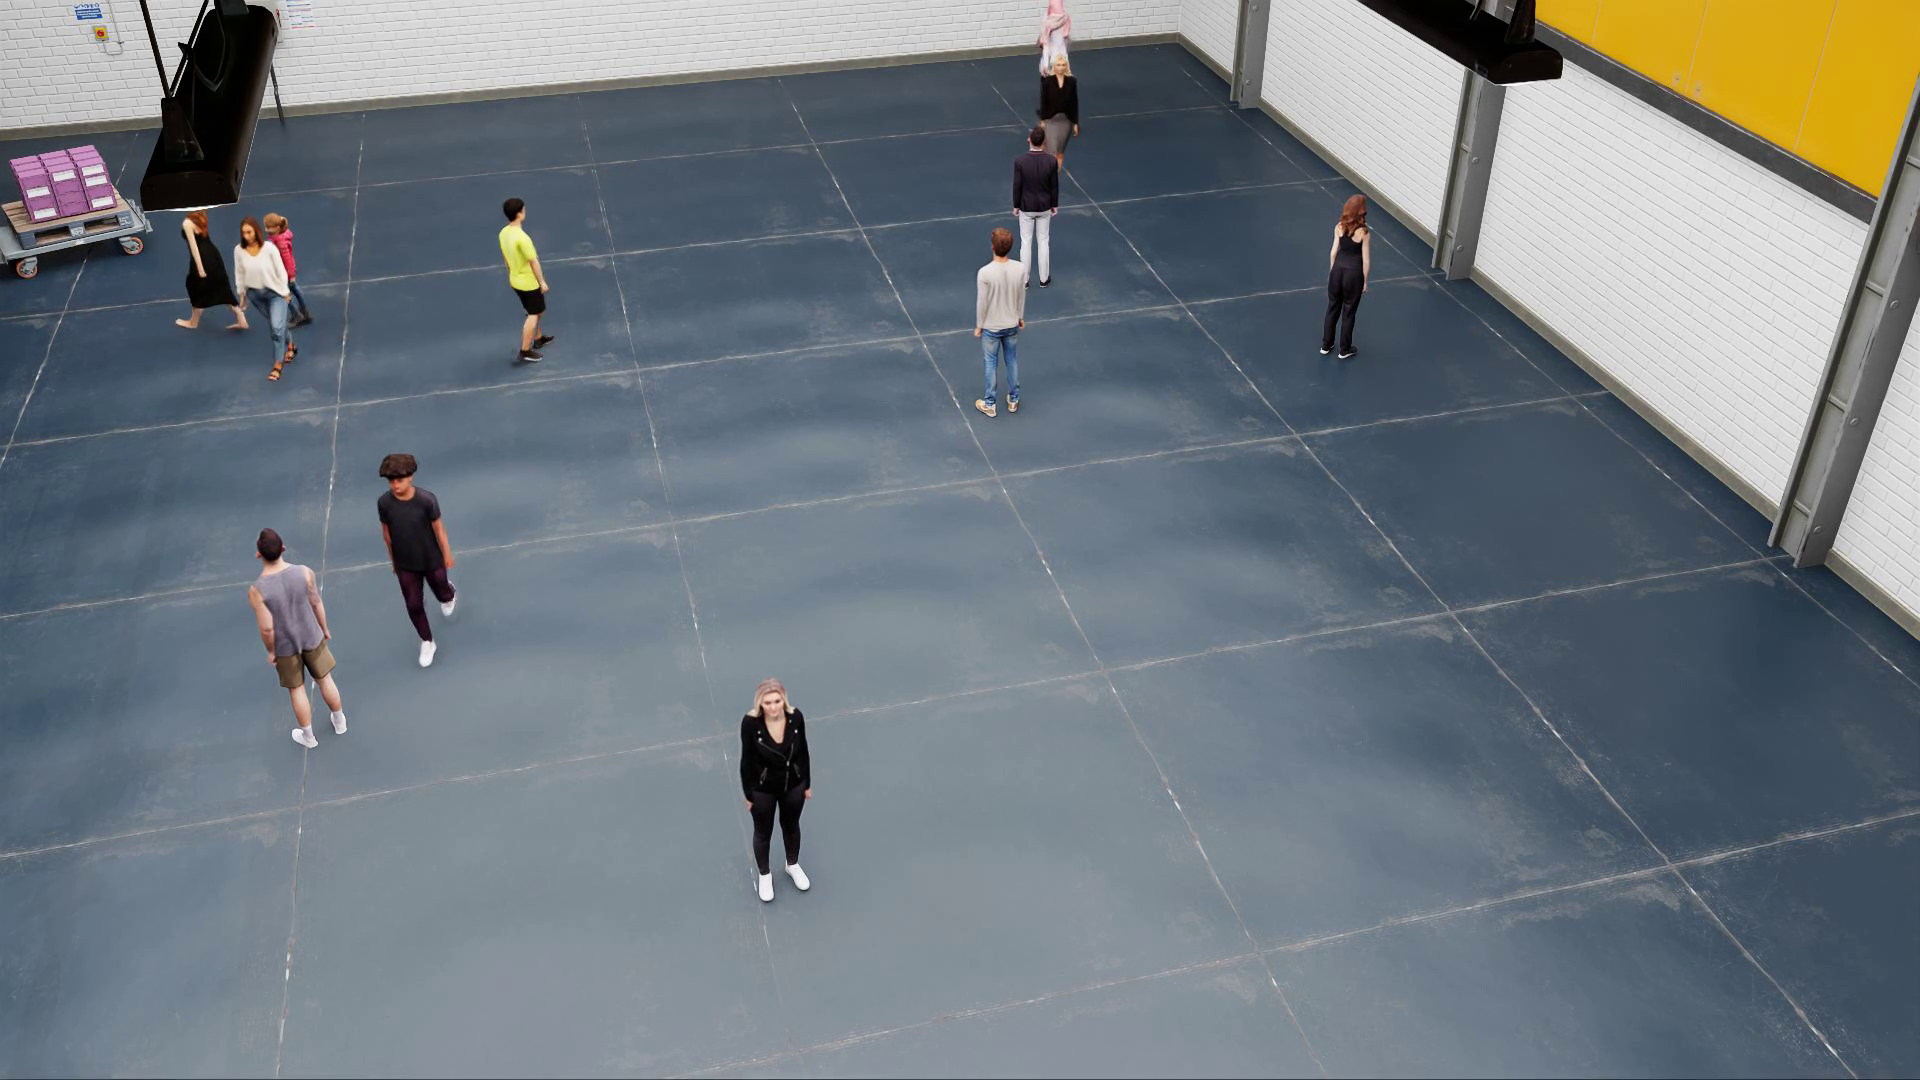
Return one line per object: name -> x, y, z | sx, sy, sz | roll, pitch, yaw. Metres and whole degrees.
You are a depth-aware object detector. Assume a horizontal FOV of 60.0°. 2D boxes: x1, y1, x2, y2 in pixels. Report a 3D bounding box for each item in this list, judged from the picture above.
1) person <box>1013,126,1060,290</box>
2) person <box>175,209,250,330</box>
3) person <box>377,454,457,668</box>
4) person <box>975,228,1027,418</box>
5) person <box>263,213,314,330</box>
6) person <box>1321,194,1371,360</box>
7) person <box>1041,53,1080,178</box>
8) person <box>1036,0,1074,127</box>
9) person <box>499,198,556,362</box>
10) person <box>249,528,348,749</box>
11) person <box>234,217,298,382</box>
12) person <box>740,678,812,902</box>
person -> 0.830, -3.667, 18.361 | 0.704, 1.845, 0.637 | -1, 34, -2
person -> -7.817, -2.899, 17.432 | 0.885, 1.593, 1.006 | 4, 34, 6
person -> -4.160, 0.073, 12.807 | 0.727, 1.763, 1.018 | -3, 34, -4
person -> 0.392, -2.075, 15.911 | 0.672, 1.905, 0.602 | -12, 35, -17
person -> -7.085, -2.878, 17.665 | 0.641, 1.300, 0.509 | -13, 36, -19
person -> 3.946, -2.699, 16.991 | 0.643, 1.748, 0.722 | 22, 40, 30
person -> 1.212, -5.135, 20.586 | 0.672, 1.826, 0.731 | -3, 34, -4
person -> 1.343, -6.487, 22.680 | 0.790, 1.759, 1.235 | -13, 36, -19
person -> -4.455, -2.639, 16.942 | 0.895, 1.702, 0.916 | 28, 42, 35
person -> -4.735, 0.698, 11.854 | 0.719, 1.847, 0.731 | -26, 42, -34
person -> -6.956, -2.501, 16.784 | 0.830, 1.648, 1.109 | 2, 34, 3
person -> -1.174, 1.566, 10.631 | 0.621, 1.685, 0.556 | -11, 35, -16
